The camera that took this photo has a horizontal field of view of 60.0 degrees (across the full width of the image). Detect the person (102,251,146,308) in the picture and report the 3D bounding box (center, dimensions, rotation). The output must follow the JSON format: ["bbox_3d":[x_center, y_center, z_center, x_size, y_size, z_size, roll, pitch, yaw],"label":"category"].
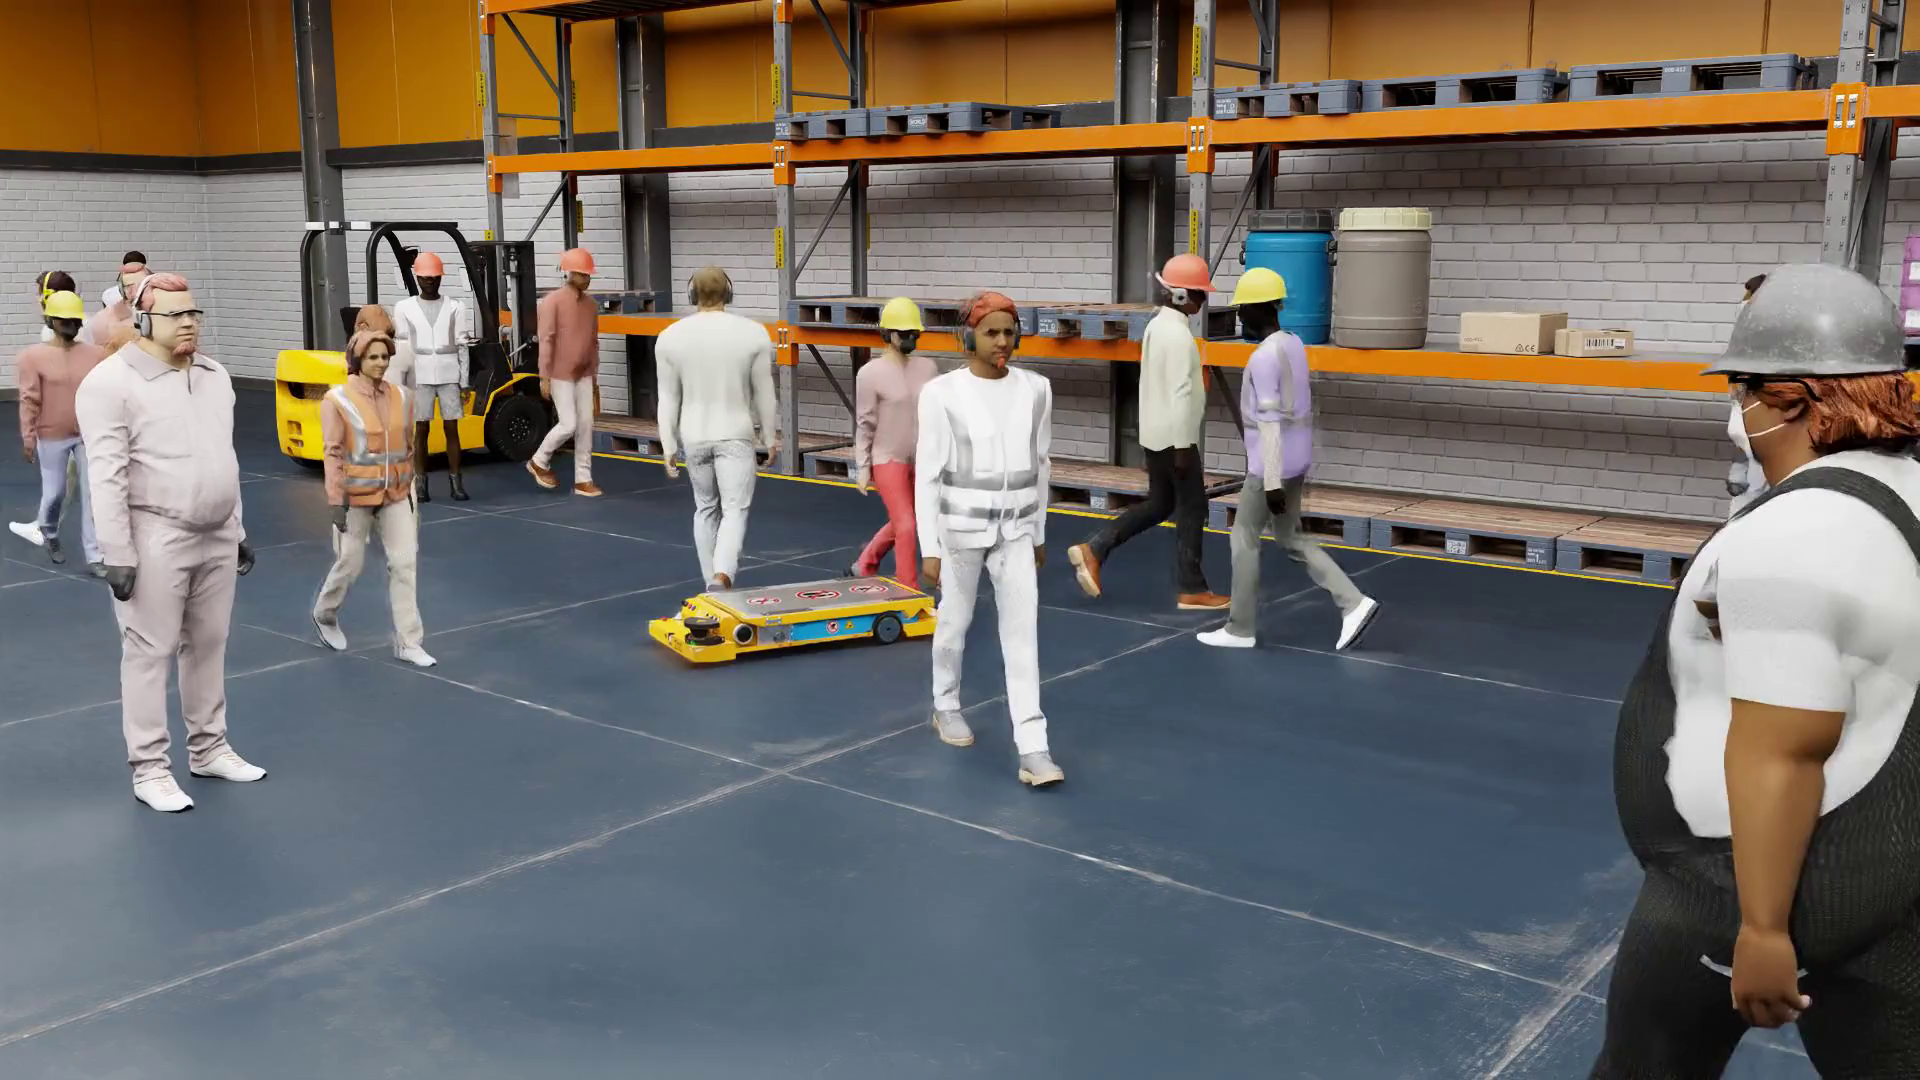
[{"bbox_3d":[-7.587,-1.708,15.431,0.587,1.920,0.391,-2,10,-10],"label":"person"}]

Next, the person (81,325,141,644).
[{"bbox_3d":[-3.930,-0.217,7.979,0.364,1.617,0.531,7,12,33],"label":"person"}]

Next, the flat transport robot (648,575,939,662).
[{"bbox_3d":[-0.790,0.379,8.436,1.431,0.197,0.652,-6,12,-29],"label":"flat transport robot"}]

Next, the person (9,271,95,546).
[{"bbox_3d":[-5.827,-0.821,10.806,0.926,1.818,0.556,0,10,0],"label":"person"}]

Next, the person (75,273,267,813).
[{"bbox_3d":[-2.800,0.001,5.996,0.401,1.907,0.648,4,11,20],"label":"person"}]

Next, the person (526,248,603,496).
[{"bbox_3d":[-3.086,-1.307,13.085,0.641,1.964,0.654,7,12,32],"label":"person"}]

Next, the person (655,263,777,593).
[{"bbox_3d":[-1.324,-0.531,8.960,0.633,1.911,0.880,1,10,3],"label":"person"}]

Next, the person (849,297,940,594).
[{"bbox_3d":[-0.365,-0.435,8.892,0.561,1.725,0.833,-9,13,-40],"label":"person"}]

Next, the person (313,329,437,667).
[{"bbox_3d":[-2.867,-0.208,7.984,0.752,1.611,0.523,8,13,37],"label":"person"}]

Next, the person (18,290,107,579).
[{"bbox_3d":[-5.447,-0.652,10.118,0.530,1.733,0.818,-10,14,-44],"label":"person"}]

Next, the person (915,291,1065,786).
[{"bbox_3d":[0.097,-0.026,6.370,0.598,1.830,1.005,-4,11,-22],"label":"person"}]

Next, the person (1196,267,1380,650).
[{"bbox_3d":[1.629,-0.376,8.123,0.804,1.899,0.610,6,12,28],"label":"person"}]

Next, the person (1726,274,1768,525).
[{"bbox_3d":[4.131,-0.414,8.448,0.669,1.858,0.509,9,14,41],"label":"person"}]

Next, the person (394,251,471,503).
[{"bbox_3d":[-4.058,-1.249,12.846,0.546,1.936,0.369,-4,11,-20],"label":"person"}]

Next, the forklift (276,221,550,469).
[{"bbox_3d":[-4.922,-1.741,14.854,1.214,2.155,2.313,8,13,38],"label":"forklift"}]

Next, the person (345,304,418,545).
[{"bbox_3d":[-3.808,-0.733,10.903,0.505,1.604,0.752,-9,14,-42],"label":"person"}]

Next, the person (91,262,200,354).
[{"bbox_3d":[-5.371,-0.896,11.060,0.664,1.884,0.475,-5,11,-24],"label":"person"}]

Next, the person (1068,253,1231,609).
[{"bbox_3d":[1.066,-0.570,9.039,0.819,1.961,0.625,-1,10,-8],"label":"person"}]
